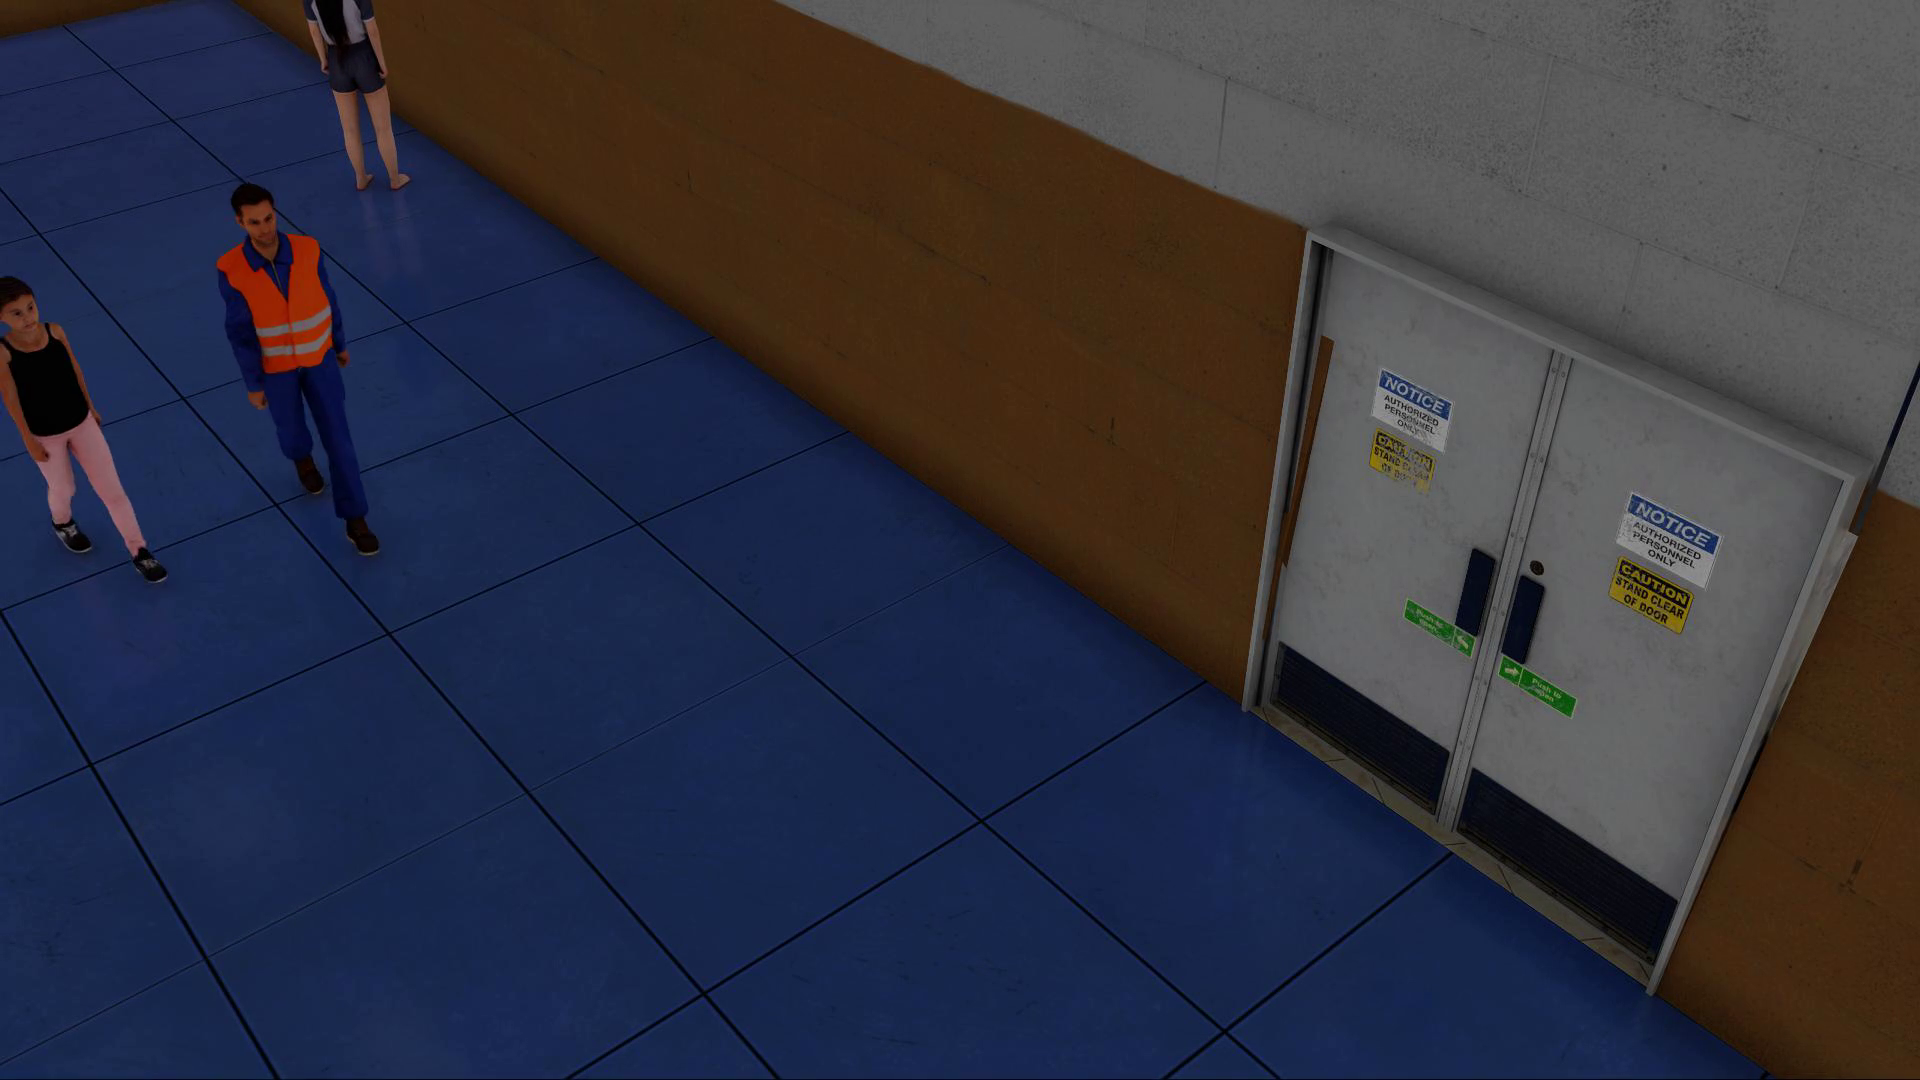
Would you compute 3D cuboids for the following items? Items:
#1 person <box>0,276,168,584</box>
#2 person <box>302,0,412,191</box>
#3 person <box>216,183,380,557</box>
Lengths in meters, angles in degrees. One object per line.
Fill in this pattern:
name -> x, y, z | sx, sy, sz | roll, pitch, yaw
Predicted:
person -> -4.201, -0.522, 7.695 | 0.711, 1.528, 1.006 | 27, 45, 31
person -> -4.029, -3.125, 11.062 | 0.648, 1.650, 0.730 | 0, 37, -1
person -> -3.189, -0.861, 7.906 | 1.193, 1.818, 0.841 | -22, 42, -26
